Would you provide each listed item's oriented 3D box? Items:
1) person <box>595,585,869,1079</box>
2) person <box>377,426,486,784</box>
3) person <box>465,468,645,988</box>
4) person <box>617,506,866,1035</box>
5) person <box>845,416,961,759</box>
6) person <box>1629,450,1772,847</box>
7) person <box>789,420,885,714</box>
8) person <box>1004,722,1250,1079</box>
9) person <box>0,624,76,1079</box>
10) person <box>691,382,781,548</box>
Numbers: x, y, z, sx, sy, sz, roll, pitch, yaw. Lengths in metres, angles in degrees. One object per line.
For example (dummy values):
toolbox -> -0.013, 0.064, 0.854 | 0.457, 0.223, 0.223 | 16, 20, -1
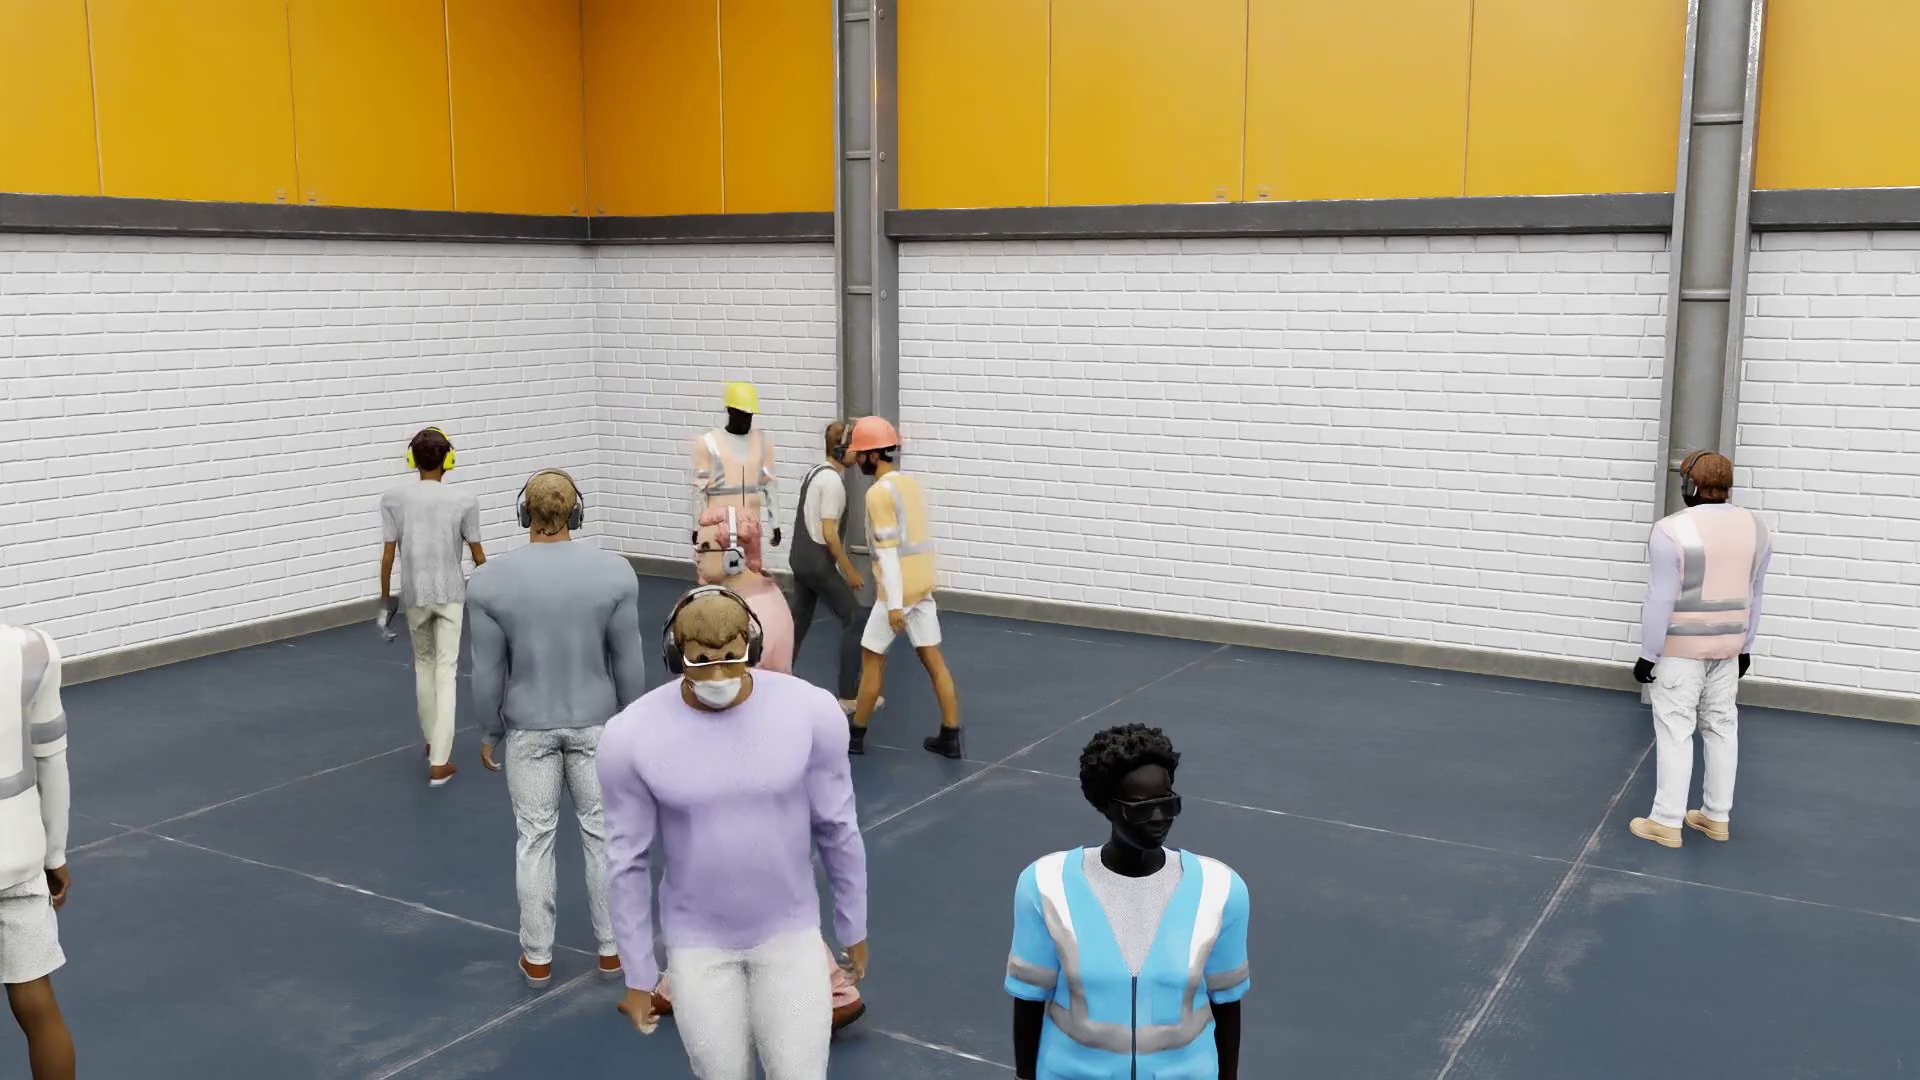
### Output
person -> -0.566, 1.029, 4.215 | 0.670, 1.906, 0.466 | -1, 9, -8
person -> -2.764, 0.318, 8.845 | 0.570, 1.837, 0.819 | -1, 9, -7
person -> -1.486, 0.697, 6.184 | 0.627, 1.941, 0.370 | -2, 9, -12
person -> -0.757, 0.805, 5.735 | 0.884, 1.875, 0.661 | 0, 9, -1
person -> -0.366, 0.270, 9.094 | 0.836, 1.878, 0.572 | 4, 10, 23
person -> 3.402, 0.501, 7.715 | 0.636, 1.842, 0.429 | -3, 10, -17
person -> -0.781, 0.190, 9.850 | 0.837, 1.778, 0.515 | -3, 10, -18
person -> 0.363, 1.225, 3.640 | 0.539, 1.699, 0.317 | 0, 9, 1
person -> -2.751, 0.905, 4.565 | 0.394, 2.044, 0.609 | 5, 11, 31
person -> -1.510, -0.128, 11.464 | 0.612, 1.893, 0.681 | -7, 11, -36
